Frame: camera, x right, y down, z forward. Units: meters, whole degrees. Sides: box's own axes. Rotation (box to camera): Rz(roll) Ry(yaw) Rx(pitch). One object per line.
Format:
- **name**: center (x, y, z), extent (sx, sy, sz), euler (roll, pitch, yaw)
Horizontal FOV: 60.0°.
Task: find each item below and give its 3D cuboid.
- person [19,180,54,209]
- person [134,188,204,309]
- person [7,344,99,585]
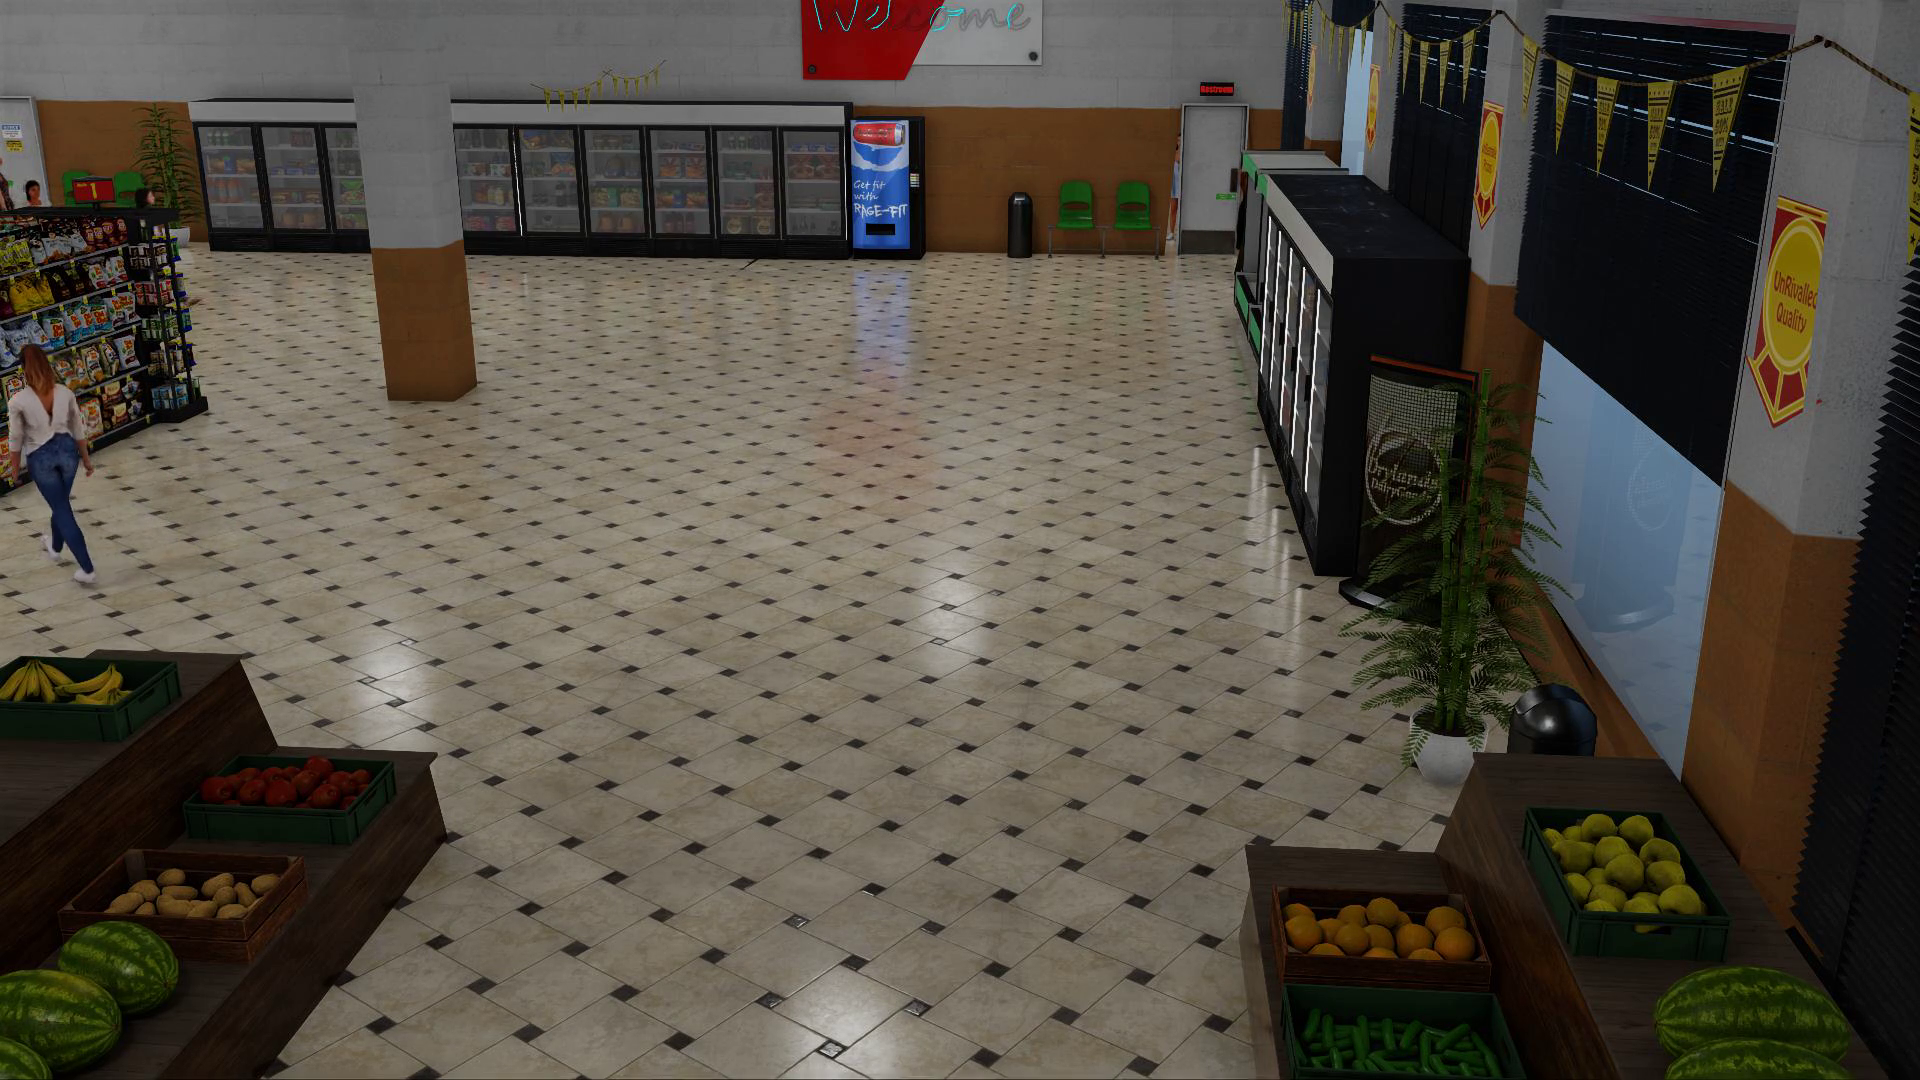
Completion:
- **person**: center (-12.007, -3.861, 21.691), extent (0.831, 1.630, 0.777), euler (16, 24, 40)
- **person**: center (-10.312, -3.610, 21.057), extent (1.006, 1.560, 1.098), euler (-9, 20, -24)
- **person**: center (-6.286, -0.488, 11.615), extent (1.051, 1.676, 1.126), euler (13, 23, 34)
